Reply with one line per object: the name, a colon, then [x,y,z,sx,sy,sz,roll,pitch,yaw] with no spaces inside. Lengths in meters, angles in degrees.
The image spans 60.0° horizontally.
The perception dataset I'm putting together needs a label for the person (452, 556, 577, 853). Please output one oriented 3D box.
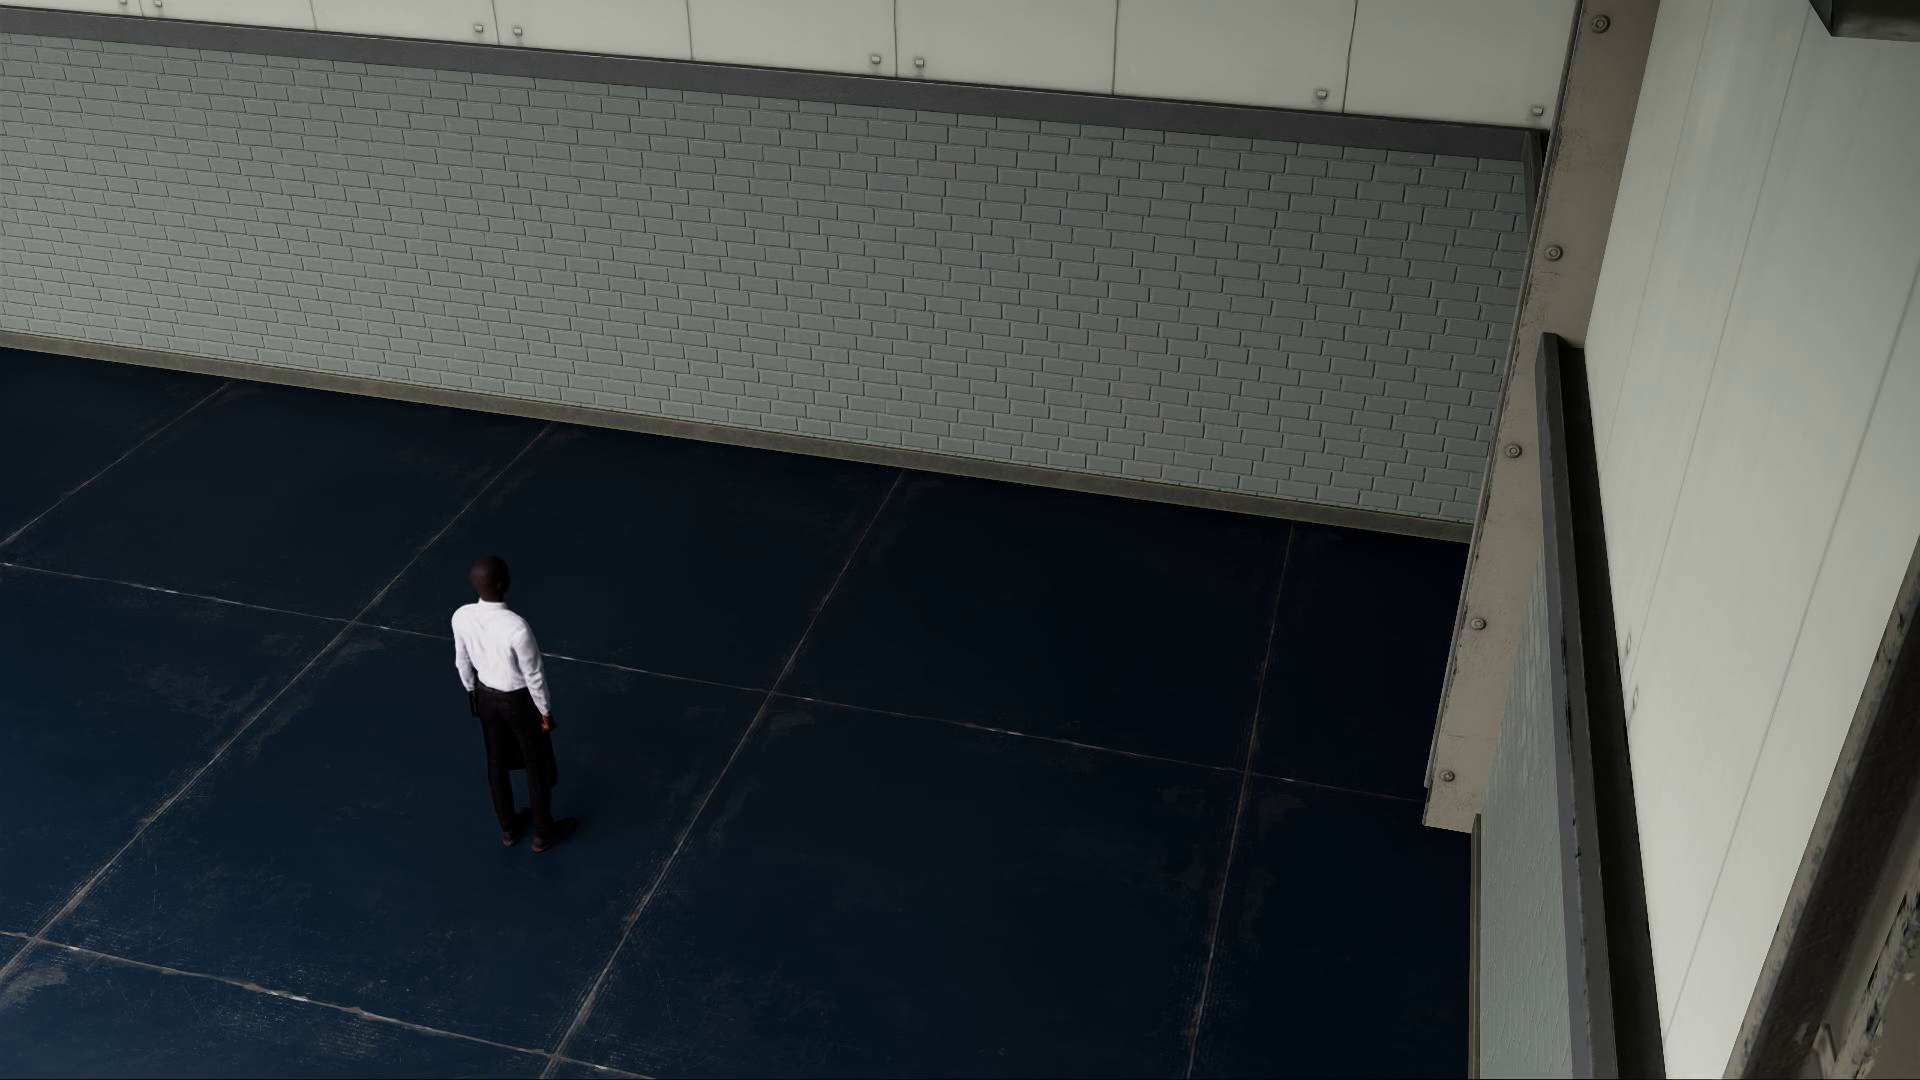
person: [-2.426,0.888,8.939,0.656,1.835,0.530,10,34,15]
